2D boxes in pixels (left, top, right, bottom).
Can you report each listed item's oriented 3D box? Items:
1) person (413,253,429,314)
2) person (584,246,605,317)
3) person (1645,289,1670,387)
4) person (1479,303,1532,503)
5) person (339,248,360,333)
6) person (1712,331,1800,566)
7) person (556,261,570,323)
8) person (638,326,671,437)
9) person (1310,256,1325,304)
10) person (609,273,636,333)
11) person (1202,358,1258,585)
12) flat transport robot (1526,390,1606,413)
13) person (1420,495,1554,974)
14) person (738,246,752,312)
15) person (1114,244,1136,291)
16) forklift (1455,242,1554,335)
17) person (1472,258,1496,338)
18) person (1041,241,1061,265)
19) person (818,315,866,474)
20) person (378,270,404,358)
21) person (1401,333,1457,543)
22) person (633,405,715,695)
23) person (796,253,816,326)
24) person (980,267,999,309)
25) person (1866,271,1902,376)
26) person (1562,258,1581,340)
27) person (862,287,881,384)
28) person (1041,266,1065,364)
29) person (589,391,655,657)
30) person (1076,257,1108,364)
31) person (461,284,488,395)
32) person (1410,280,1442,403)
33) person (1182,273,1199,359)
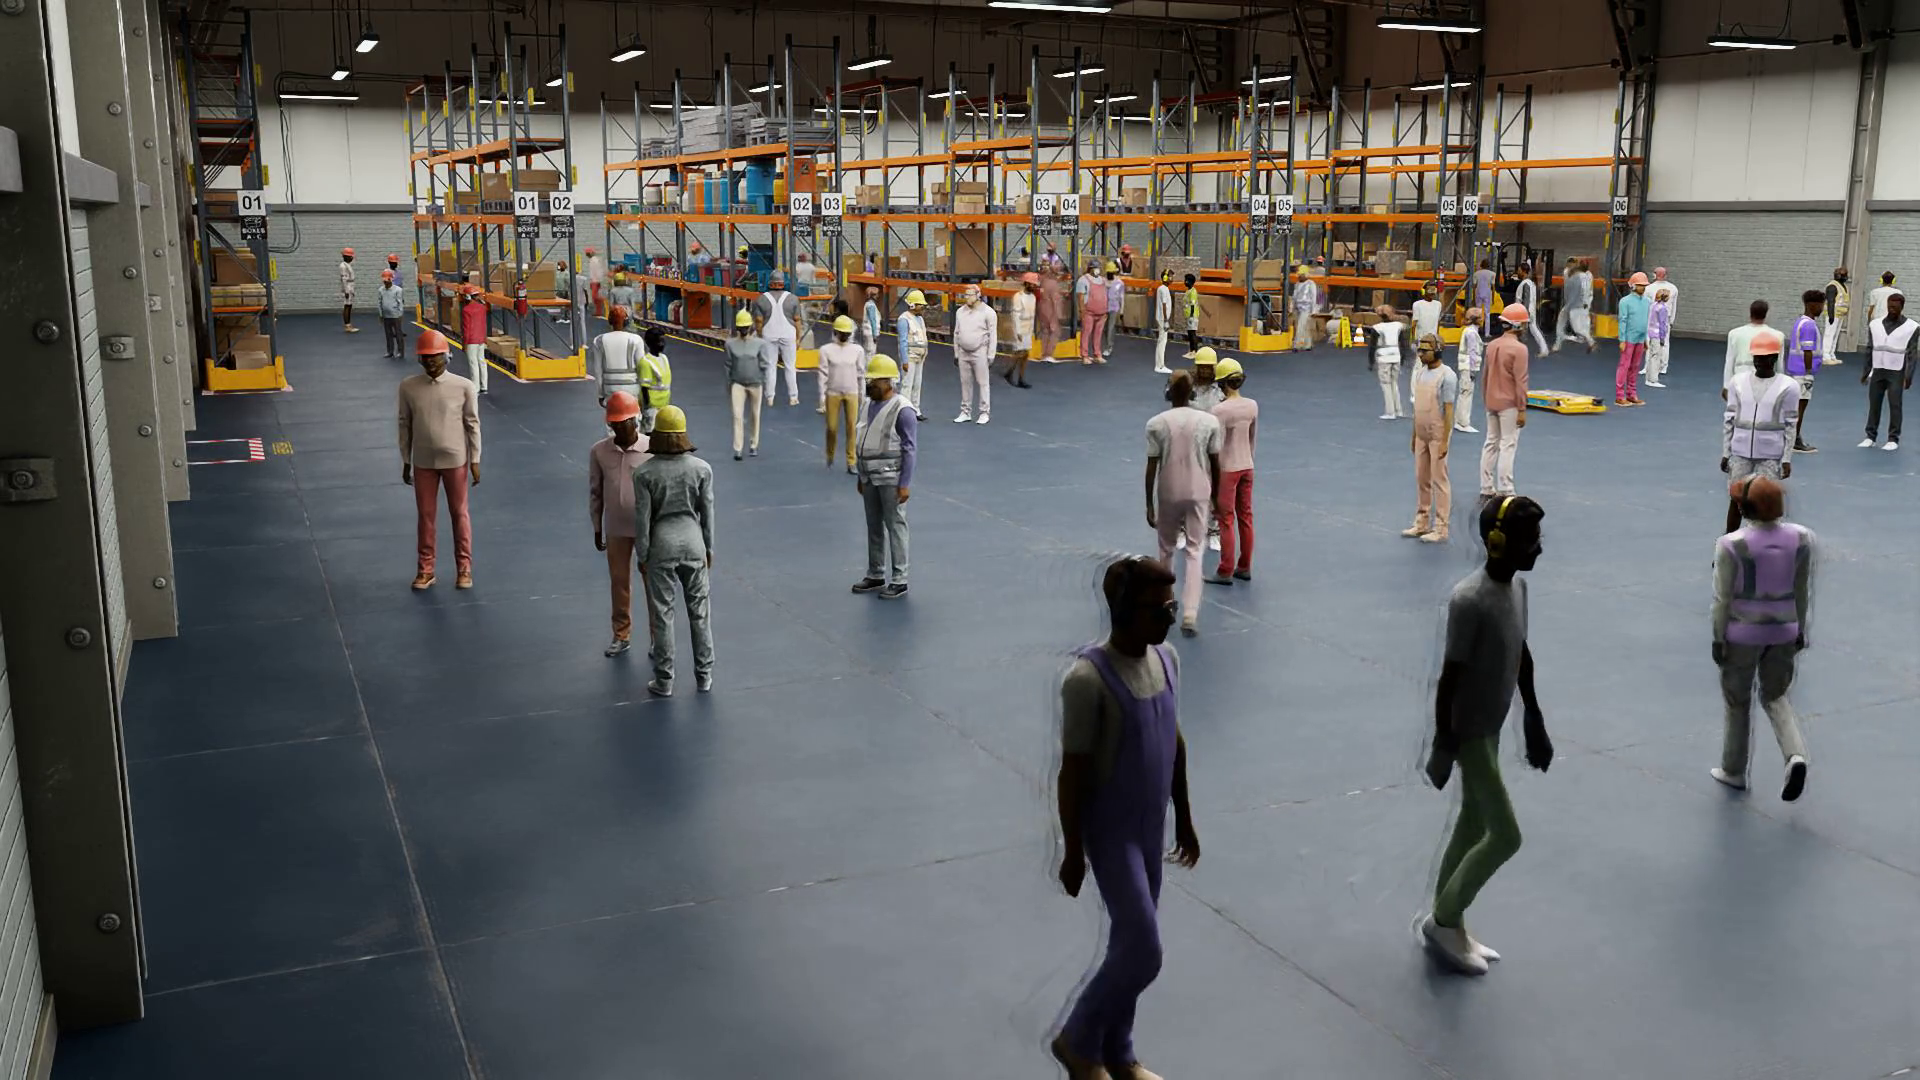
[{"bbox_3d":[-15.364,-7.310,47.380,0.330,1.768,0.526,-8,14,-36],"label":"person"},{"bbox_3d":[-10.084,-7.133,45.991,0.566,1.955,0.644,-5,12,-23],"label":"person"},{"bbox_3d":[11.593,-3.354,27.624,0.313,1.631,0.516,2,11,9],"label":"person"},{"bbox_3d":[5.390,-1.326,16.388,0.395,1.994,0.613,-3,12,-17],"label":"person"},{"bbox_3d":[-14.765,-6.035,40.198,0.384,2.043,0.605,-2,11,-9],"label":"person"},{"bbox_3d":[6.412,-0.707,13.386,0.545,1.939,0.373,9,15,40],"label":"person"},{"bbox_3d":[-10.417,-6.508,43.643,0.507,1.632,0.274,8,14,35],"label":"person"},{"bbox_3d":[-3.233,-1.424,17.672,0.320,1.687,0.538,3,12,17],"label":"person"},{"bbox_3d":[9.490,-6.611,43.889,0.565,1.744,0.354,8,14,35],"label":"person"},{"bbox_3d":[-6.726,-4.453,33.050,0.498,1.681,0.911,-5,12,-23],"label":"person"},{"bbox_3d":[2.095,-0.528,12.938,0.523,1.760,0.327,-10,15,-41],"label":"person"},{"bbox_3d":[8.759,-2.053,24.470,0.652,0.197,1.431,-4,12,-18],"label":"flat transport robot"},{"bbox_3d":[1.997,0.734,6.312,0.461,1.848,0.532,8,13,34],"label":"person"},{"bbox_3d":[-6.244,-7.590,48.391,0.384,1.928,0.588,-5,12,-22],"label":"person"},{"bbox_3d":[4.377,-6.795,44.055,0.608,2.045,0.369,-3,12,-17],"label":"person"},{"bbox_3d":[13.047,-6.049,39.881,2.313,2.155,1.214,-5,12,-23],"label":"forklift"},{"bbox_3d":[12.098,-5.589,38.432,0.506,1.846,0.345,5,12,24],"label":"person"},{"bbox_3d":[2.721,-7.900,49.724,0.619,2.029,0.544,2,11,11],"label":"person"},{"bbox_3d":[-1.306,-1.609,18.454,0.538,1.777,0.371,-2,11,-12],"label":"person"},{"bbox_3d":[-11.336,-4.488,33.090,0.563,1.745,0.347,3,12,17],"label":"person"},{"bbox_3d":[4.144,-0.900,14.631,0.339,1.839,0.503,-5,12,-22],"label":"person"},{"bbox_3d":[-1.710,0.063,9.970,0.485,1.744,0.294,-5,12,-23],"label":"person"},{"bbox_3d":[-4.011,-6.293,41.973,0.670,1.852,0.985,-5,12,-23],"label":"person"},{"bbox_3d":[0.684,-5.931,39.962,0.596,1.925,0.372,-8,14,-36],"label":"person"},{"bbox_3d":[16.287,-3.806,29.349,0.507,1.861,0.329,6,13,28],"label":"person"},{"bbox_3d":[13.924,-5.488,37.901,0.328,1.862,0.502,-6,13,-28],"label":"person"},{"bbox_3d":[-1.495,-3.464,28.164,0.307,1.639,0.513,-2,11,-12],"label":"person"},{"bbox_3d":[1.794,-4.336,32.020,0.440,1.870,0.712,-1,11,-7],"label":"person"},{"bbox_3d":[-2.142,-0.099,10.795,0.566,1.744,0.352,2,11,8],"label":"person"},{"bbox_3d":[2.585,-4.389,31.836,0.684,2.000,0.538,-8,14,-36],"label":"person"},{"bbox_3d":[-7.727,-3.175,26.398,0.329,1.752,0.563,3,12,16],"label":"person"},{"bbox_3d":[7.075,-2.998,25.202,0.535,1.869,0.314,-4,12,-20],"label":"person"},{"bbox_3d":[4.568,-4.426,32.928,0.322,1.690,0.533,-1,11,-4],"label":"person"}]
